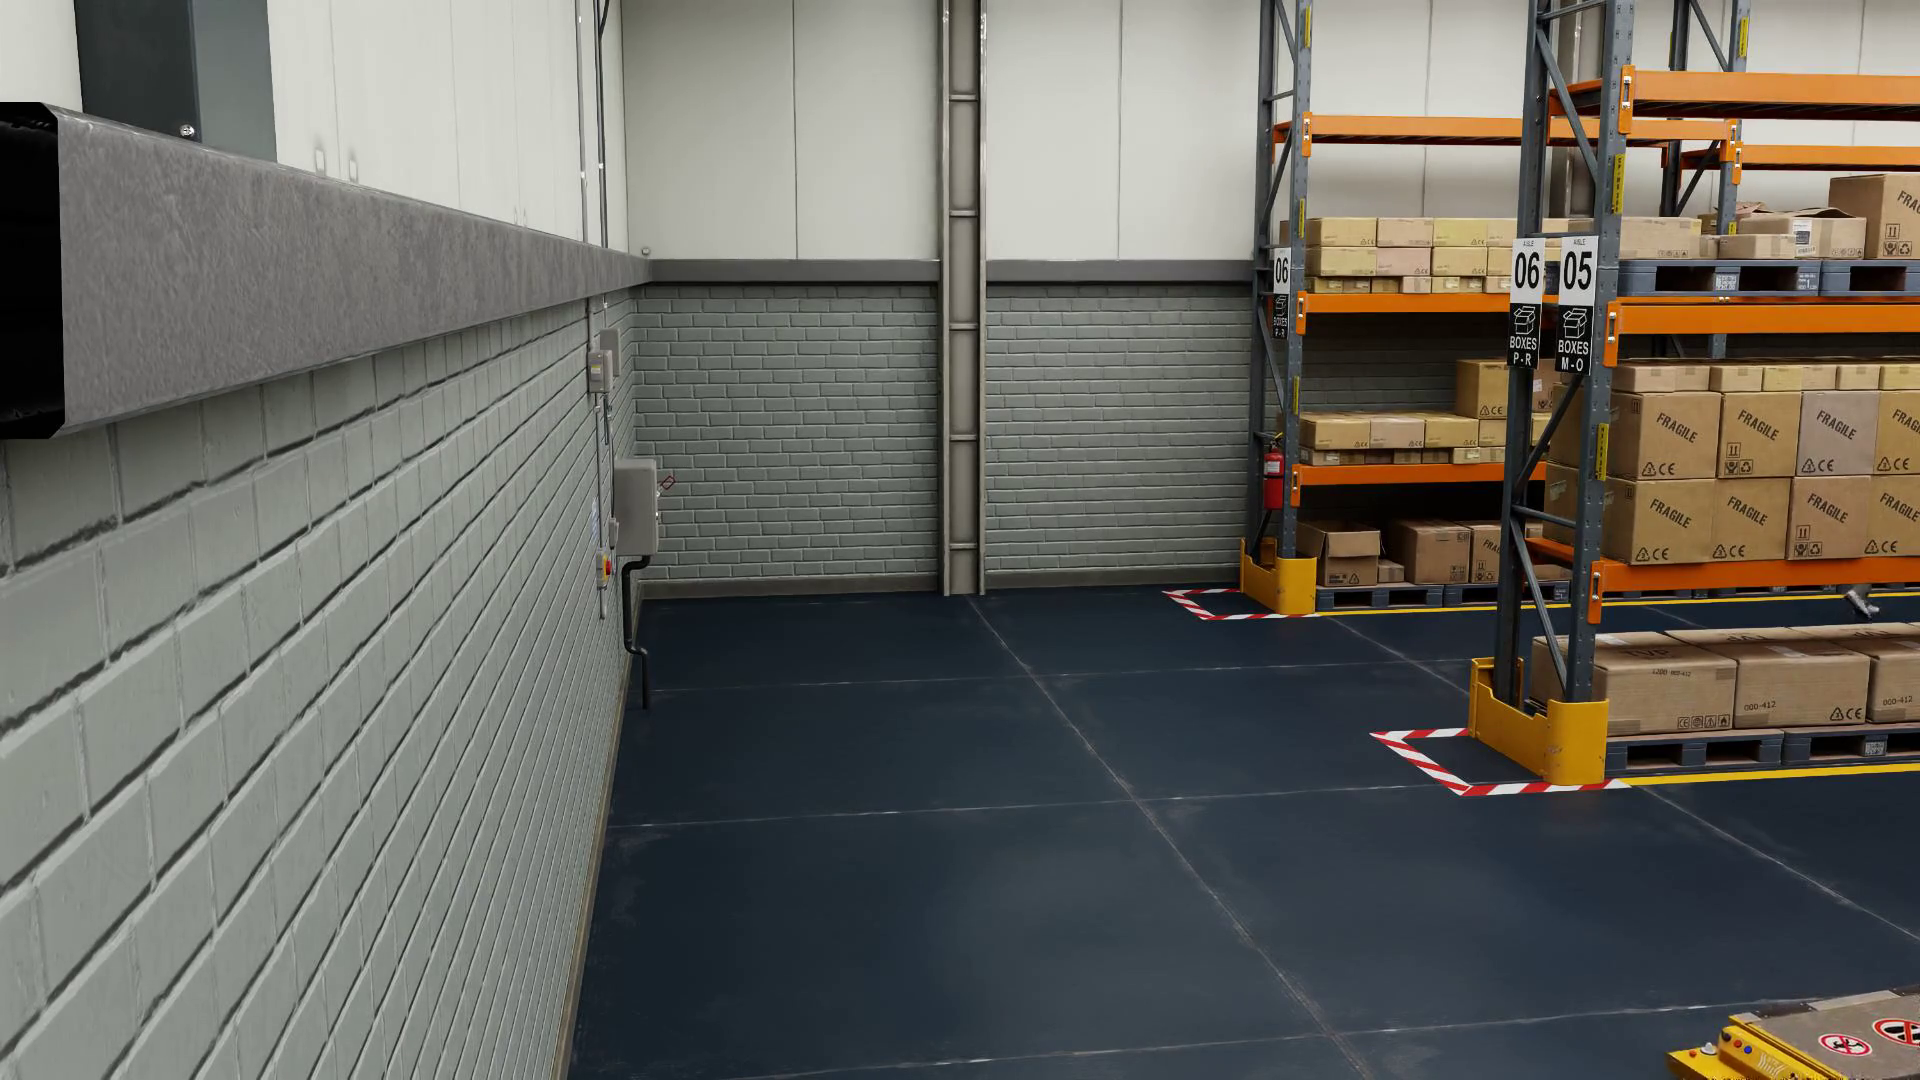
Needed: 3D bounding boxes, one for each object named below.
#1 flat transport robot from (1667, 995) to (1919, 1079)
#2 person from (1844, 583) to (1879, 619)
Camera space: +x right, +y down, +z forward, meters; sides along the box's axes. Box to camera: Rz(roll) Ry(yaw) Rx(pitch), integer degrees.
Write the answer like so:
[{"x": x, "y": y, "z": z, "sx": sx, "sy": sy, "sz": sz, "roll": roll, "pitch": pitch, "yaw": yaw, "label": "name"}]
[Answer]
[{"x": 3.424, "y": 1.916, "z": 6.120, "sx": 1.431, "sy": 0.197, "sz": 0.652, "roll": -3, "pitch": 10, "yaw": -17, "label": "flat transport robot"}, {"x": 7.919, "y": -0.245, "z": 14.482, "sx": 0.688, "sy": 1.898, "sz": 0.638, "roll": -5, "pitch": 10, "yaw": -28, "label": "person"}]
